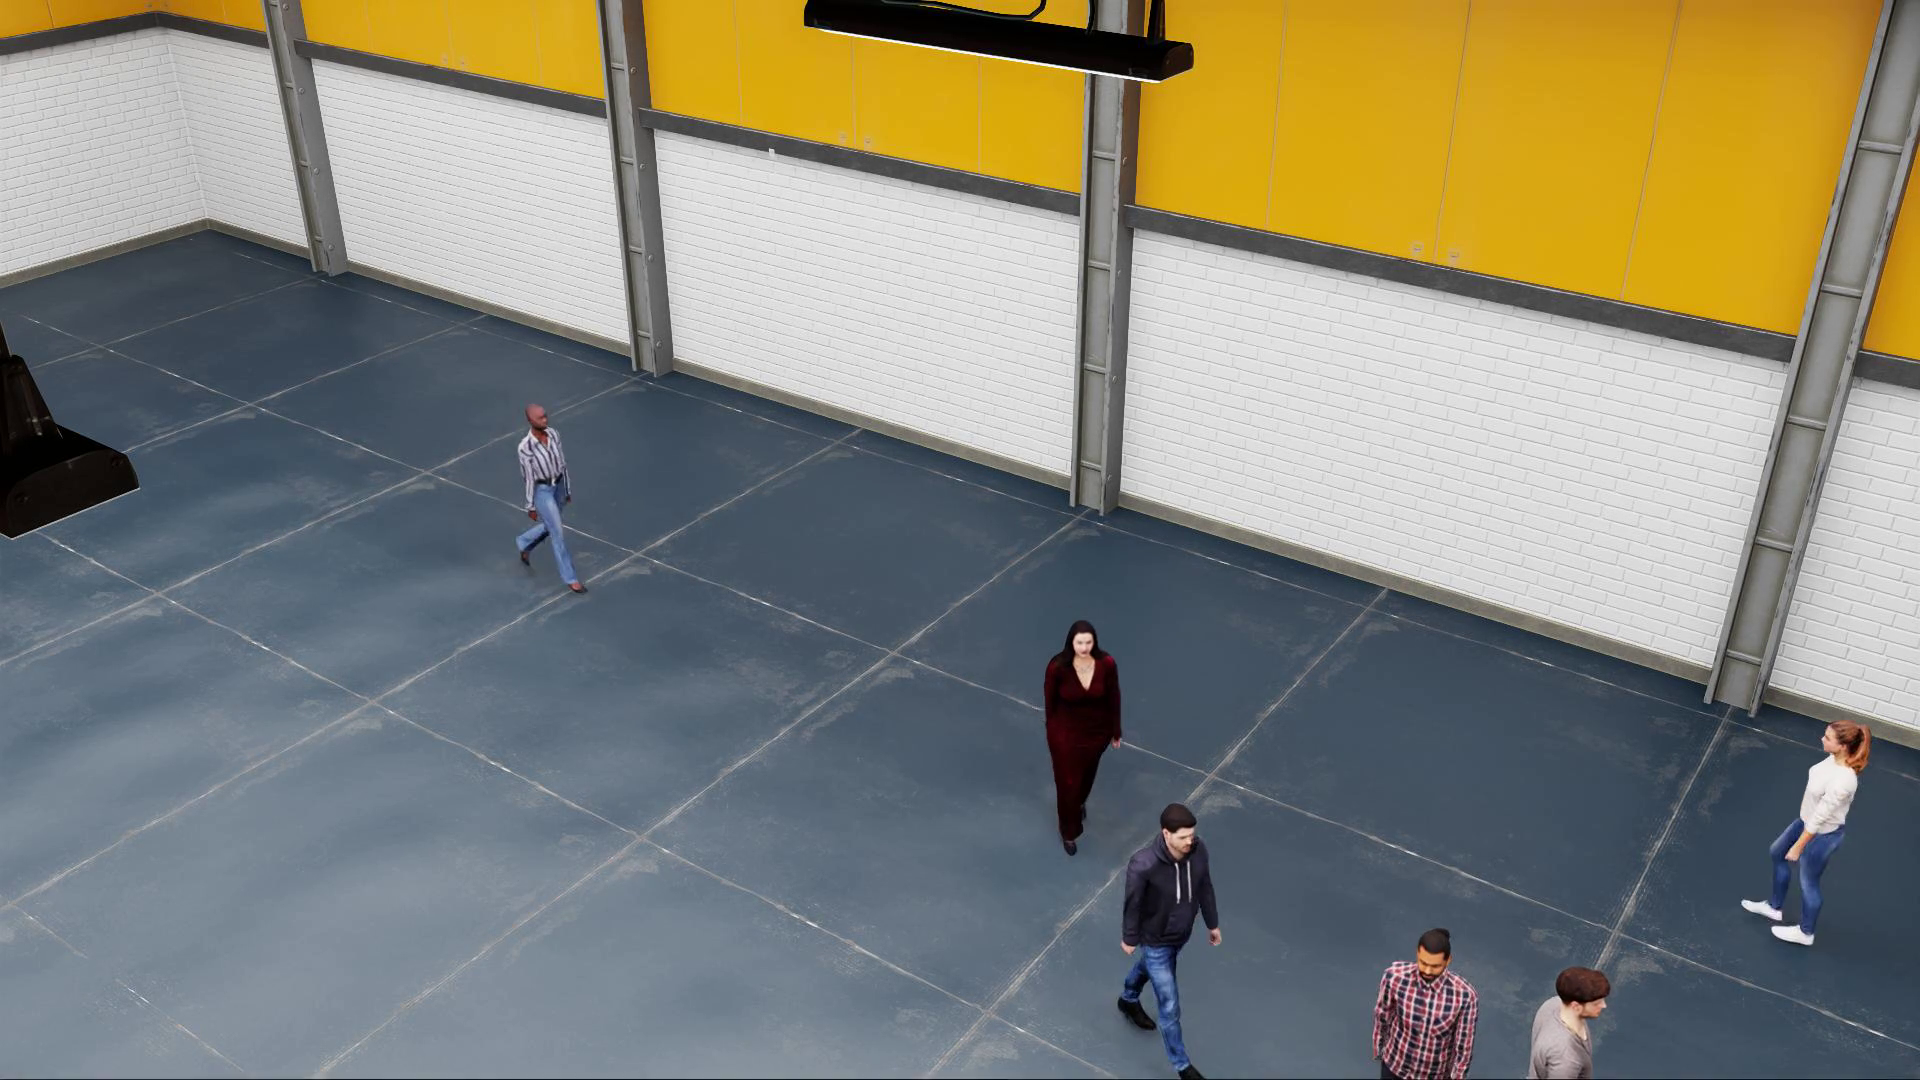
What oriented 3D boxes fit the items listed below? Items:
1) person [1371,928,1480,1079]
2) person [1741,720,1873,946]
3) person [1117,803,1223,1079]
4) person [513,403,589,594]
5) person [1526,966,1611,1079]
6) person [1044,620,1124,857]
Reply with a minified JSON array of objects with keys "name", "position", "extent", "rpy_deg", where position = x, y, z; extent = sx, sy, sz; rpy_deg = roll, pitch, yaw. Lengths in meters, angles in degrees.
[{"name":"person","position":[2.477,2.754,8.930],"extent":[0.988,1.741,0.898],"rpy_deg":[11,31,20]},{"name":"person","position":[5.539,1.885,10.551],"extent":[0.719,1.714,0.677],"rpy_deg":[14,32,24]},{"name":"person","position":[1.146,2.250,9.758],"extent":[0.978,1.832,1.264],"rpy_deg":[-18,33,-29]},{"name":"person","position":[-3.700,-0.385,14.658],"extent":[1.107,1.767,0.719],"rpy_deg":[15,32,25]},{"name":"person","position":[2.997,2.915,8.465],"extent":[0.706,1.903,0.768],"rpy_deg":[8,30,14]},{"name":"person","position":[0.823,1.270,11.662],"extent":[0.959,1.730,1.025],"rpy_deg":[-6,29,-12]}]
